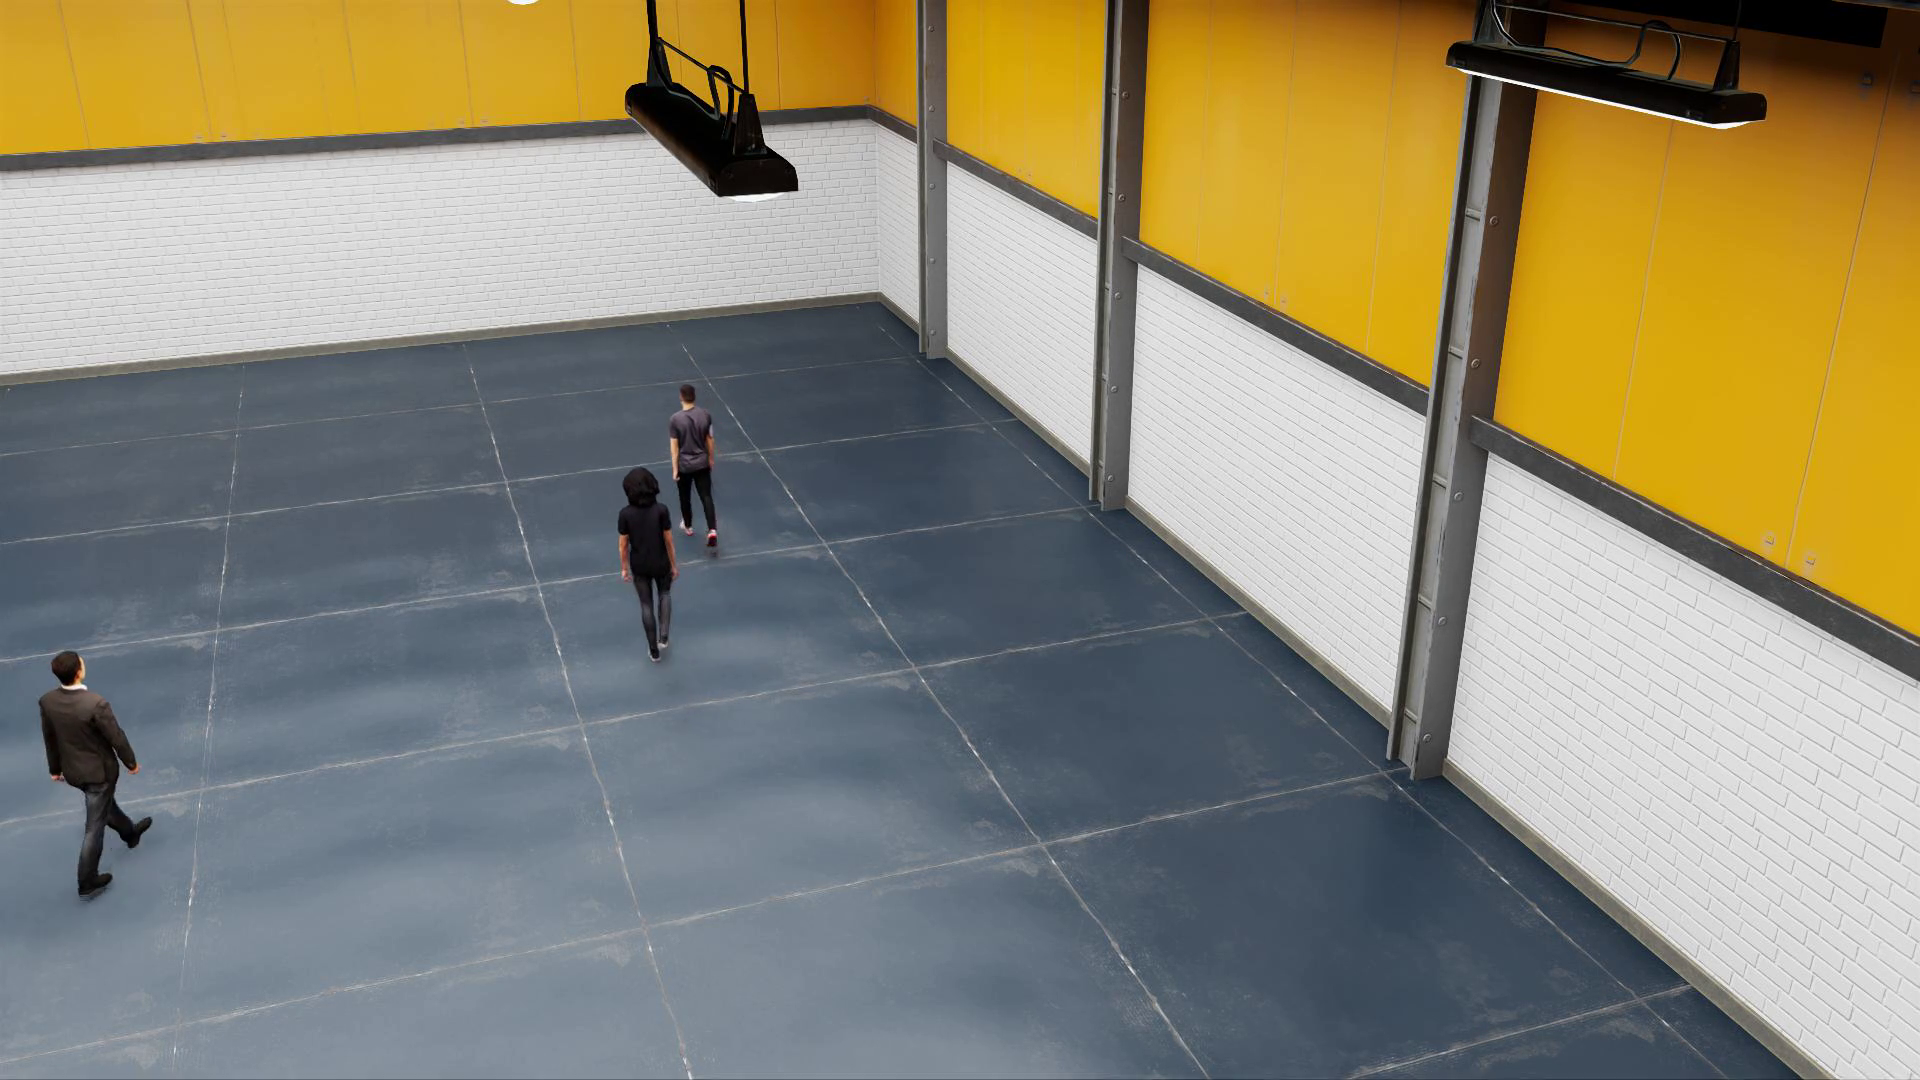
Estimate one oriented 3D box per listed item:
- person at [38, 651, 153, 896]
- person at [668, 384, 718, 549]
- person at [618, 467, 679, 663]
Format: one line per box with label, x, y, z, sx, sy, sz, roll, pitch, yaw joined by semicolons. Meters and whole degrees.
person;-6.210;1.670;11.784;1.087;1.757;1.270;4;24;10
person;-2.756;-0.742;17.330;0.719;1.733;1.148;-11;26;-23
person;-2.784;0.251;14.947;0.710;1.824;0.713;-5;24;-10
